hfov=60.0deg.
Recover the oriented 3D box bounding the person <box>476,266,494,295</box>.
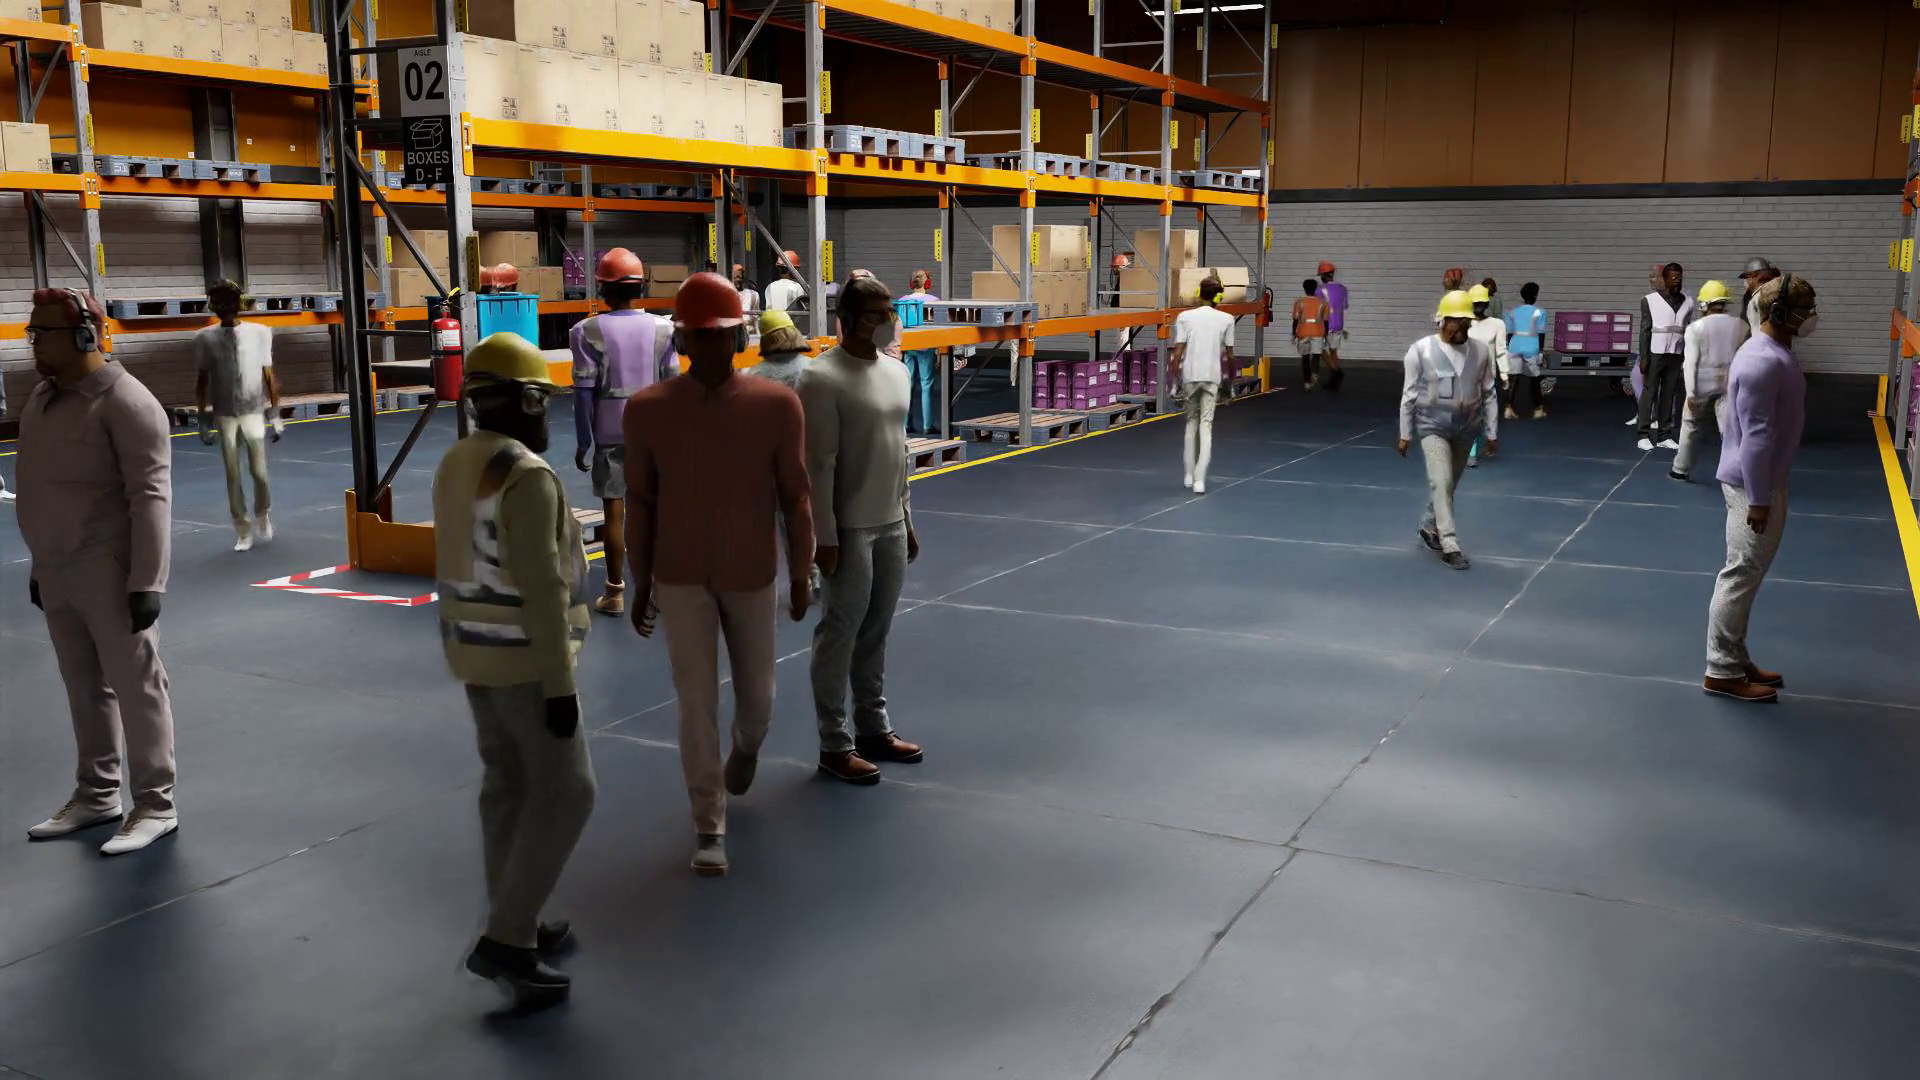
[{"bbox_3d":[-3.976,-1.323,13.895,0.400,1.923,0.542,-6,12,-33],"label":"person"}]

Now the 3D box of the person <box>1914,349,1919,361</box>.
[{"bbox_3d":[13.975,-2.928,23.998,0.498,1.634,0.284,7,12,36],"label":"person"}]

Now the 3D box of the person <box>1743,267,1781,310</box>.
[{"bbox_3d":[11.312,-2.921,23.428,0.641,1.822,0.577,1,10,8],"label":"person"}]

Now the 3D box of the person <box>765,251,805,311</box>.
[{"bbox_3d":[-2.040,-2.421,19.882,0.607,2.044,0.379,7,12,36],"label":"person"}]

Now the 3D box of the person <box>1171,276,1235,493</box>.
[{"bbox_3d":[2.068,-1.321,14.140,0.534,1.824,0.763,2,10,11],"label":"person"}]

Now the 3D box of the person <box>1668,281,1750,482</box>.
[{"bbox_3d":[6.507,-1.330,14.335,0.592,1.791,0.958,0,10,-1],"label":"person"}]

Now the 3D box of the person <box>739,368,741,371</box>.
[{"bbox_3d":[-2.720,-2.426,20.542,0.659,1.819,0.741,7,12,34],"label":"person"}]

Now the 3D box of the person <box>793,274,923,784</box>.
[{"bbox_3d":[-0.374,-0.048,6.449,0.372,1.940,0.632,6,11,31],"label":"person"}]

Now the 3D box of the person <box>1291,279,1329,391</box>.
[{"bbox_3d":[5.127,-2.993,24.354,0.544,1.660,0.779,3,10,15],"label":"person"}]

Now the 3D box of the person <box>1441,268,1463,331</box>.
[{"bbox_3d":[6.213,-2.502,20.982,1.008,1.828,0.605,2,10,9],"label":"person"}]

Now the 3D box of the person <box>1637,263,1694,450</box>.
[{"bbox_3d":[7.270,-1.891,17.176,0.587,1.920,0.391,-2,10,-12],"label":"person"}]

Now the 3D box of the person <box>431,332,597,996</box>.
[{"bbox_3d":[-1.260,0.337,4.631,0.481,1.805,0.640,-8,13,-40],"label":"person"}]

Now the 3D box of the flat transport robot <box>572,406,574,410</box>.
[{"bbox_3d":[-4.162,-1.774,21.262,1.431,0.197,0.652,-9,14,-43],"label":"flat transport robot"}]

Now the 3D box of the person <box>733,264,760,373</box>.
[{"bbox_3d":[-2.697,-2.401,20.227,0.587,1.883,0.342,-4,10,-21],"label":"person"}]

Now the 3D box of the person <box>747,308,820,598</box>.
[{"bbox_3d":[-0.959,-0.479,9.607,0.542,1.699,0.442,-1,10,-7],"label":"person"}]

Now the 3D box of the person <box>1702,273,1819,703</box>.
[{"bbox_3d":[3.629,-0.233,7.545,0.361,1.932,0.627,6,11,30],"label":"person"}]

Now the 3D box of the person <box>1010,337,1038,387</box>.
[{"bbox_3d":[0.942,-3.118,25.087,0.510,1.640,0.308,4,11,22],"label":"person"}]

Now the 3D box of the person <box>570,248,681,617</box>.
[{"bbox_3d":[-1.857,-0.591,9.277,0.608,2.048,0.366,-5,11,-25],"label":"person"}]

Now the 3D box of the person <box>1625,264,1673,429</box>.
[{"bbox_3d":[7.975,-2.209,19.124,0.584,1.889,0.647,-1,10,-7],"label":"person"}]

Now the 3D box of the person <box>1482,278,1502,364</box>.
[{"bbox_3d":[8.183,-3.248,25.853,0.280,1.633,0.507,-6,11,-30],"label":"person"}]

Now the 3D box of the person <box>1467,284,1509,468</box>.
[{"bbox_3d":[4.955,-1.586,15.967,0.531,1.728,0.884,1,10,4],"label":"person"}]

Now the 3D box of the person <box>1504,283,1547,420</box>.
[{"bbox_3d":[6.864,-2.279,20.144,0.716,1.669,0.545,-9,13,-43],"label":"person"}]

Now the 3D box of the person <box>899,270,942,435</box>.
[{"bbox_3d":[-0.461,-2.091,18.587,0.565,1.837,0.388,5,11,29],"label":"person"}]

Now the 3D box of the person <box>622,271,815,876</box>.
[{"bbox_3d":[-0.813,0.081,5.634,0.628,1.975,0.729,-1,10,-8],"label":"person"}]

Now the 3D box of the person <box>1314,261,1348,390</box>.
[{"bbox_3d":[5.481,-3.139,24.446,0.607,1.906,0.665,-5,11,-25],"label":"person"}]

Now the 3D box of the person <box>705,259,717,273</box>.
[{"bbox_3d":[-3.210,-2.740,21.956,0.363,1.965,0.610,-8,13,-39],"label":"person"}]

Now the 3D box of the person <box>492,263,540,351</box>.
[{"bbox_3d":[-4.158,-1.585,15.384,0.543,1.927,0.383,1,10,3],"label":"person"}]

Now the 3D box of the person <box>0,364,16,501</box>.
[{"bbox_3d":[-8.017,-1.120,13.535,0.500,1.634,0.286,0,10,3],"label":"person"}]

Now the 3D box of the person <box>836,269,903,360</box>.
[{"bbox_3d":[-0.749,-1.167,13.068,0.636,1.899,0.396,7,12,36],"label":"person"}]

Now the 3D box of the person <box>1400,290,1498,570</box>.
[{"bbox_3d":[3.212,-0.743,10.939,0.613,1.786,0.945,-2,10,-9],"label":"person"}]

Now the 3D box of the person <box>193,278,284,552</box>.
[{"bbox_3d":[-4.878,-0.835,11.244,0.547,1.852,0.402,-3,10,-15],"label":"person"}]

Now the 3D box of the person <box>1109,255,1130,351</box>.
[{"bbox_3d":[2.517,-3.459,26.029,0.396,1.992,0.619,0,10,1],"label":"person"}]

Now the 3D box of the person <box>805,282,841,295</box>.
[{"bbox_3d":[-1.965,-3.118,24.267,0.588,1.923,0.383,0,10,-1],"label":"person"}]

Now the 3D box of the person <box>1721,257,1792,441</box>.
[{"bbox_3d":[8.427,-2.003,17.468,0.780,2.000,0.716,6,12,32],"label":"person"}]

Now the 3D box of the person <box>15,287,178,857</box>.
[{"bbox_3d":[-2.949,0.109,5.630,0.638,1.911,0.402,6,11,30],"label":"person"}]

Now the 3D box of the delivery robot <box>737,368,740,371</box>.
[{"bbox_3d":[-3.456,-2.350,23.487,0.707,0.478,0.477,2,11,13],"label":"delivery robot"}]
